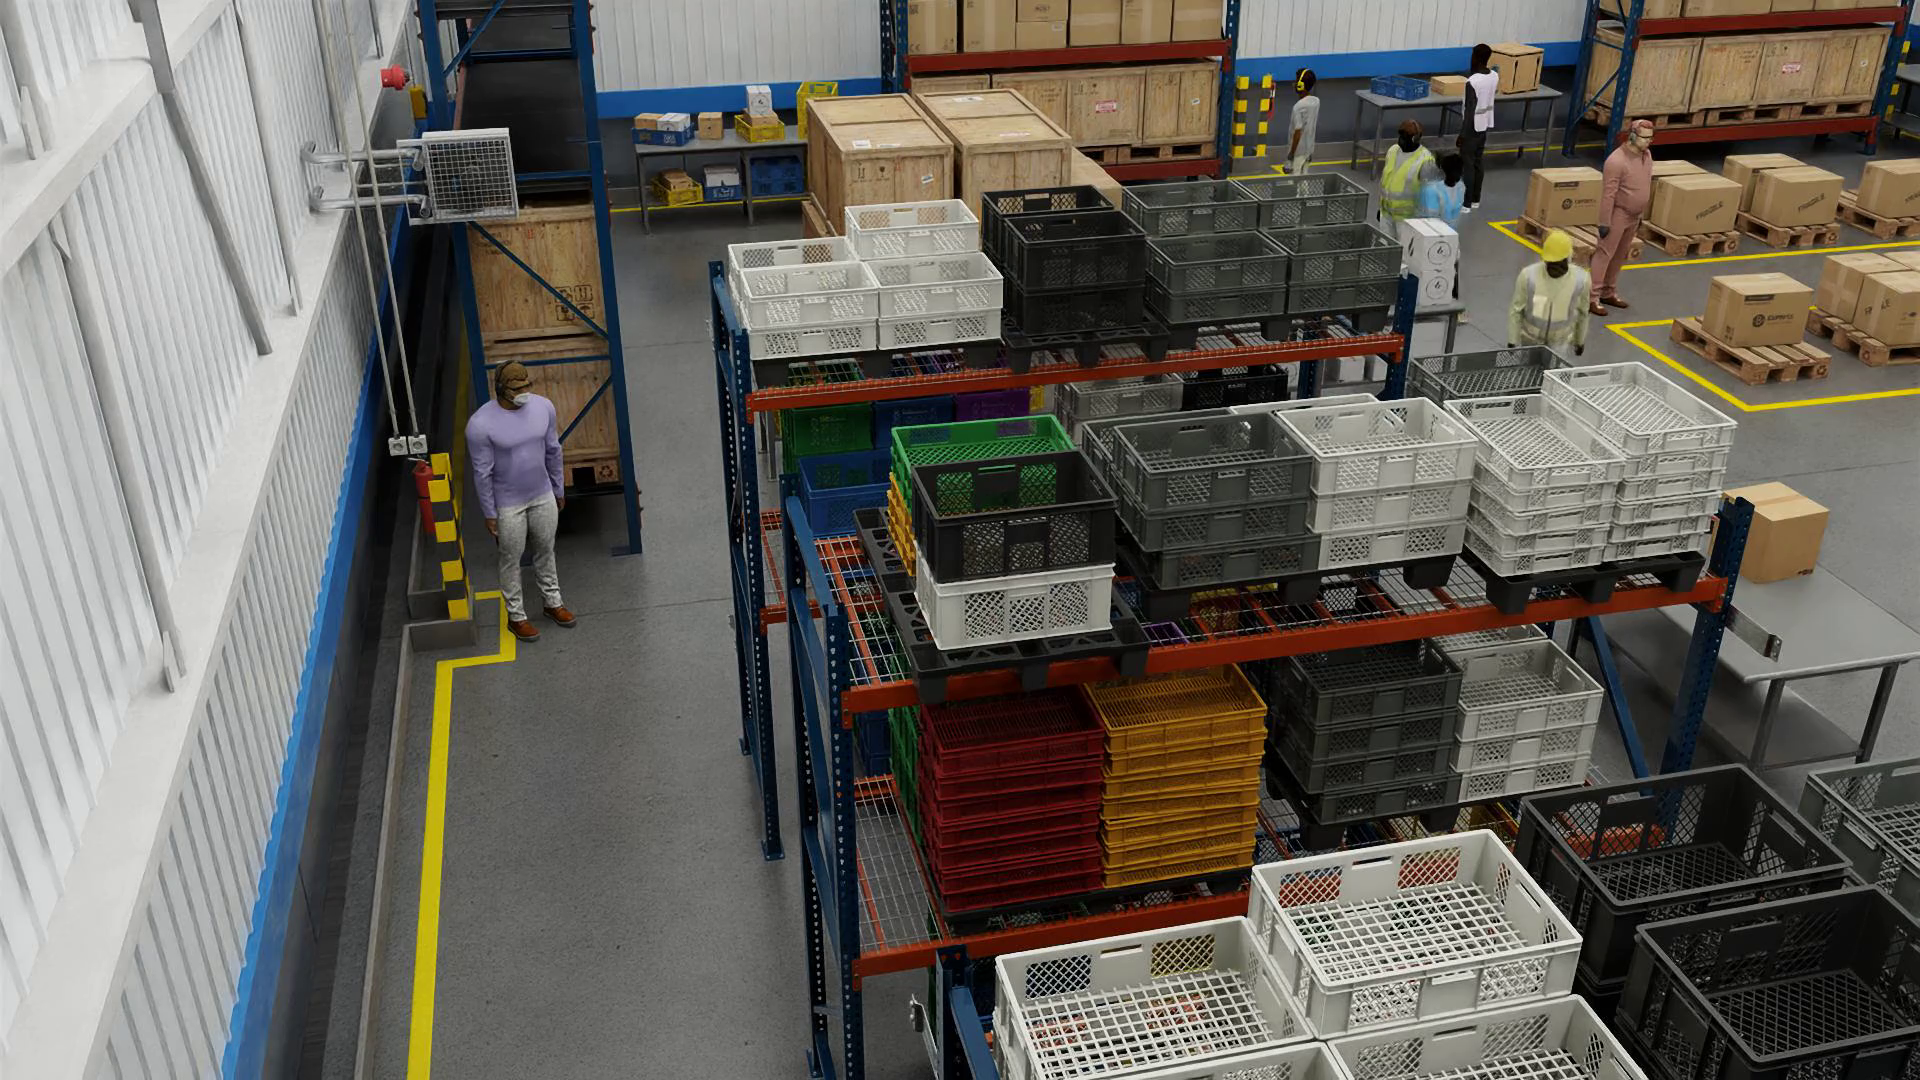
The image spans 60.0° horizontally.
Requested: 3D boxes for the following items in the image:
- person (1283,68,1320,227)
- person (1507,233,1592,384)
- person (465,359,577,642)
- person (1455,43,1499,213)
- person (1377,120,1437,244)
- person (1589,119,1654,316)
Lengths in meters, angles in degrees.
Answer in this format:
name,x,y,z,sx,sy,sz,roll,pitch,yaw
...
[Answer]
name,x,y,z,sx,sy,sz,roll,pitch,yaw
person,3.742,-4.265,18.417,0.318,1.860,0.531,19,33,32
person,4.806,-1.685,13.616,0.631,1.776,0.955,10,29,18
person,-2.825,-0.270,10.766,0.625,1.933,0.374,-24,36,-38
person,5.991,-4.781,19.335,0.373,1.917,0.595,23,36,37
person,4.366,-3.244,16.499,0.429,1.844,0.625,-16,32,-28
person,6.497,-3.163,16.280,0.652,1.904,0.402,-20,34,-33
